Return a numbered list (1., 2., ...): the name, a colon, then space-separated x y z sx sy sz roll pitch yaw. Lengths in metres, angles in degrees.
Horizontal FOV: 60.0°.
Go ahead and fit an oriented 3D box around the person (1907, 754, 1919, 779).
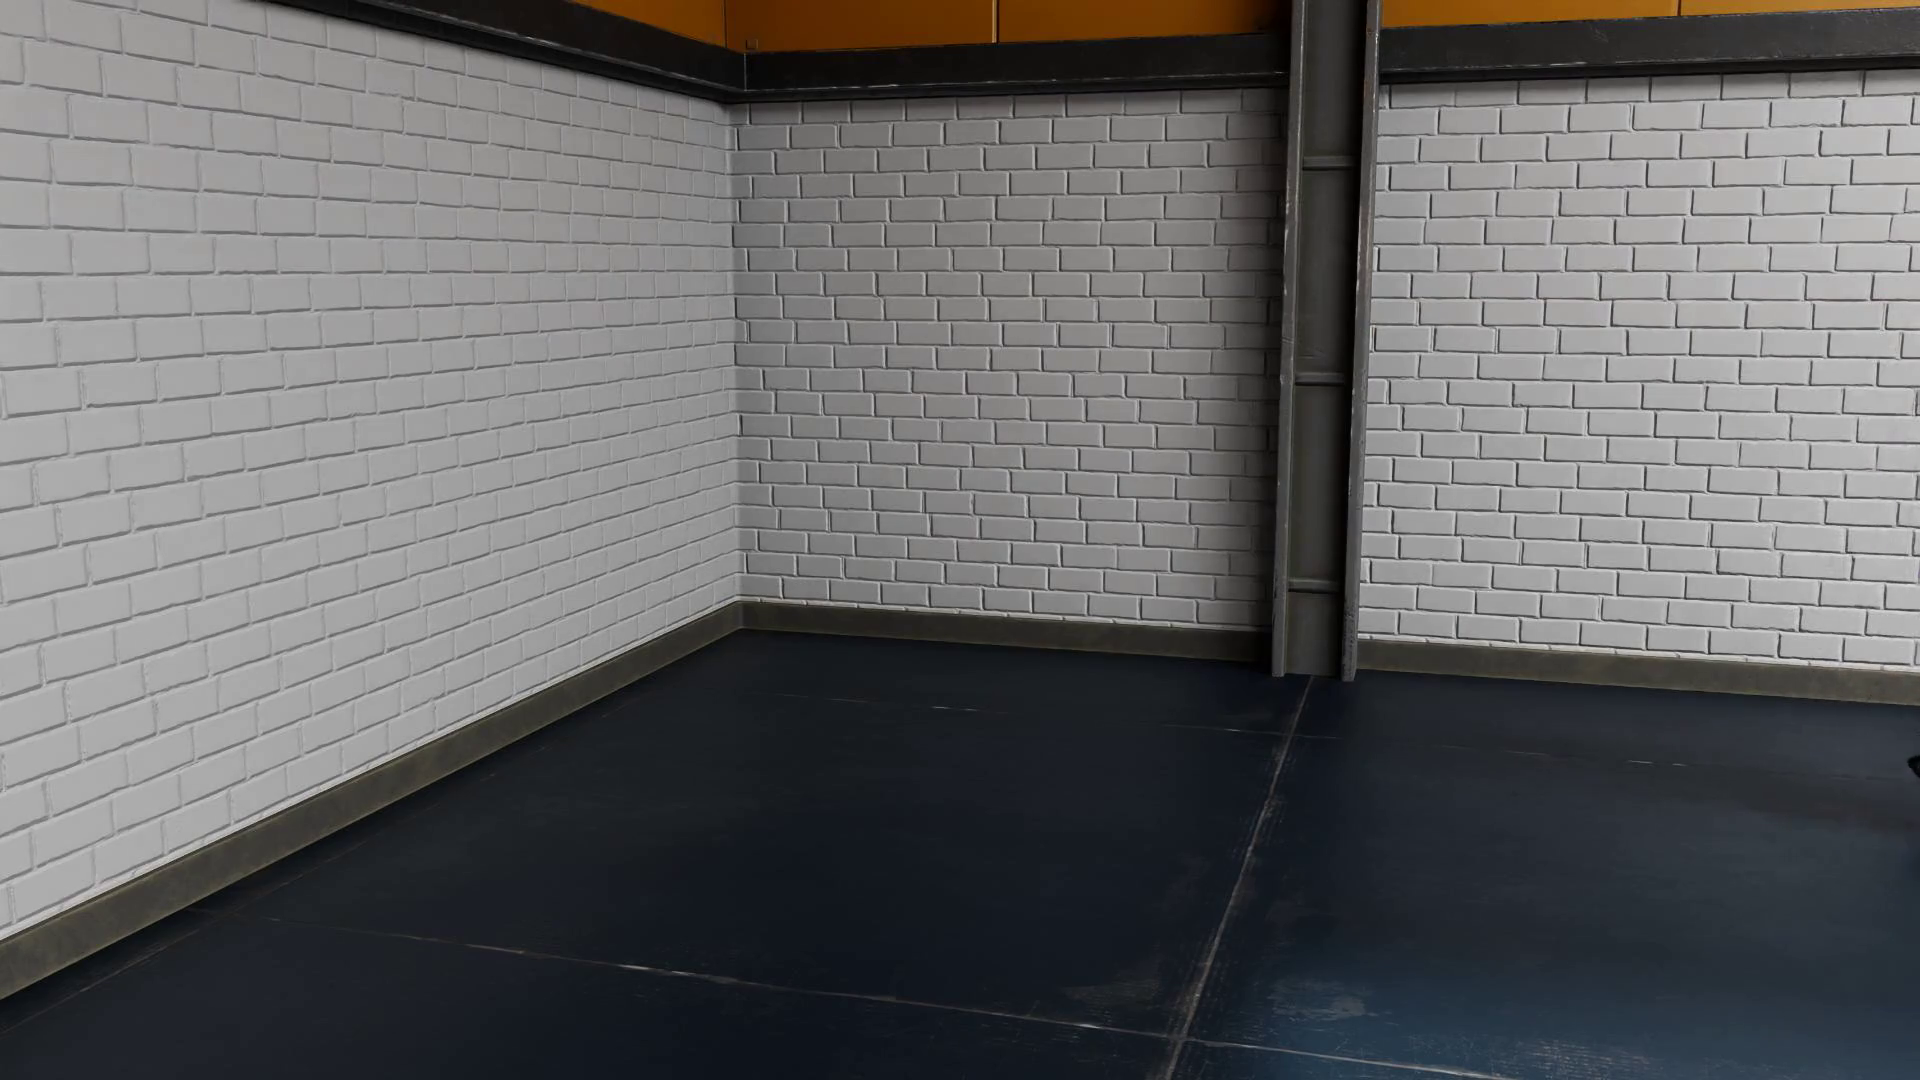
1. person: 3.649 0.151 5.620 0.515 1.922 0.551 4 10 25
